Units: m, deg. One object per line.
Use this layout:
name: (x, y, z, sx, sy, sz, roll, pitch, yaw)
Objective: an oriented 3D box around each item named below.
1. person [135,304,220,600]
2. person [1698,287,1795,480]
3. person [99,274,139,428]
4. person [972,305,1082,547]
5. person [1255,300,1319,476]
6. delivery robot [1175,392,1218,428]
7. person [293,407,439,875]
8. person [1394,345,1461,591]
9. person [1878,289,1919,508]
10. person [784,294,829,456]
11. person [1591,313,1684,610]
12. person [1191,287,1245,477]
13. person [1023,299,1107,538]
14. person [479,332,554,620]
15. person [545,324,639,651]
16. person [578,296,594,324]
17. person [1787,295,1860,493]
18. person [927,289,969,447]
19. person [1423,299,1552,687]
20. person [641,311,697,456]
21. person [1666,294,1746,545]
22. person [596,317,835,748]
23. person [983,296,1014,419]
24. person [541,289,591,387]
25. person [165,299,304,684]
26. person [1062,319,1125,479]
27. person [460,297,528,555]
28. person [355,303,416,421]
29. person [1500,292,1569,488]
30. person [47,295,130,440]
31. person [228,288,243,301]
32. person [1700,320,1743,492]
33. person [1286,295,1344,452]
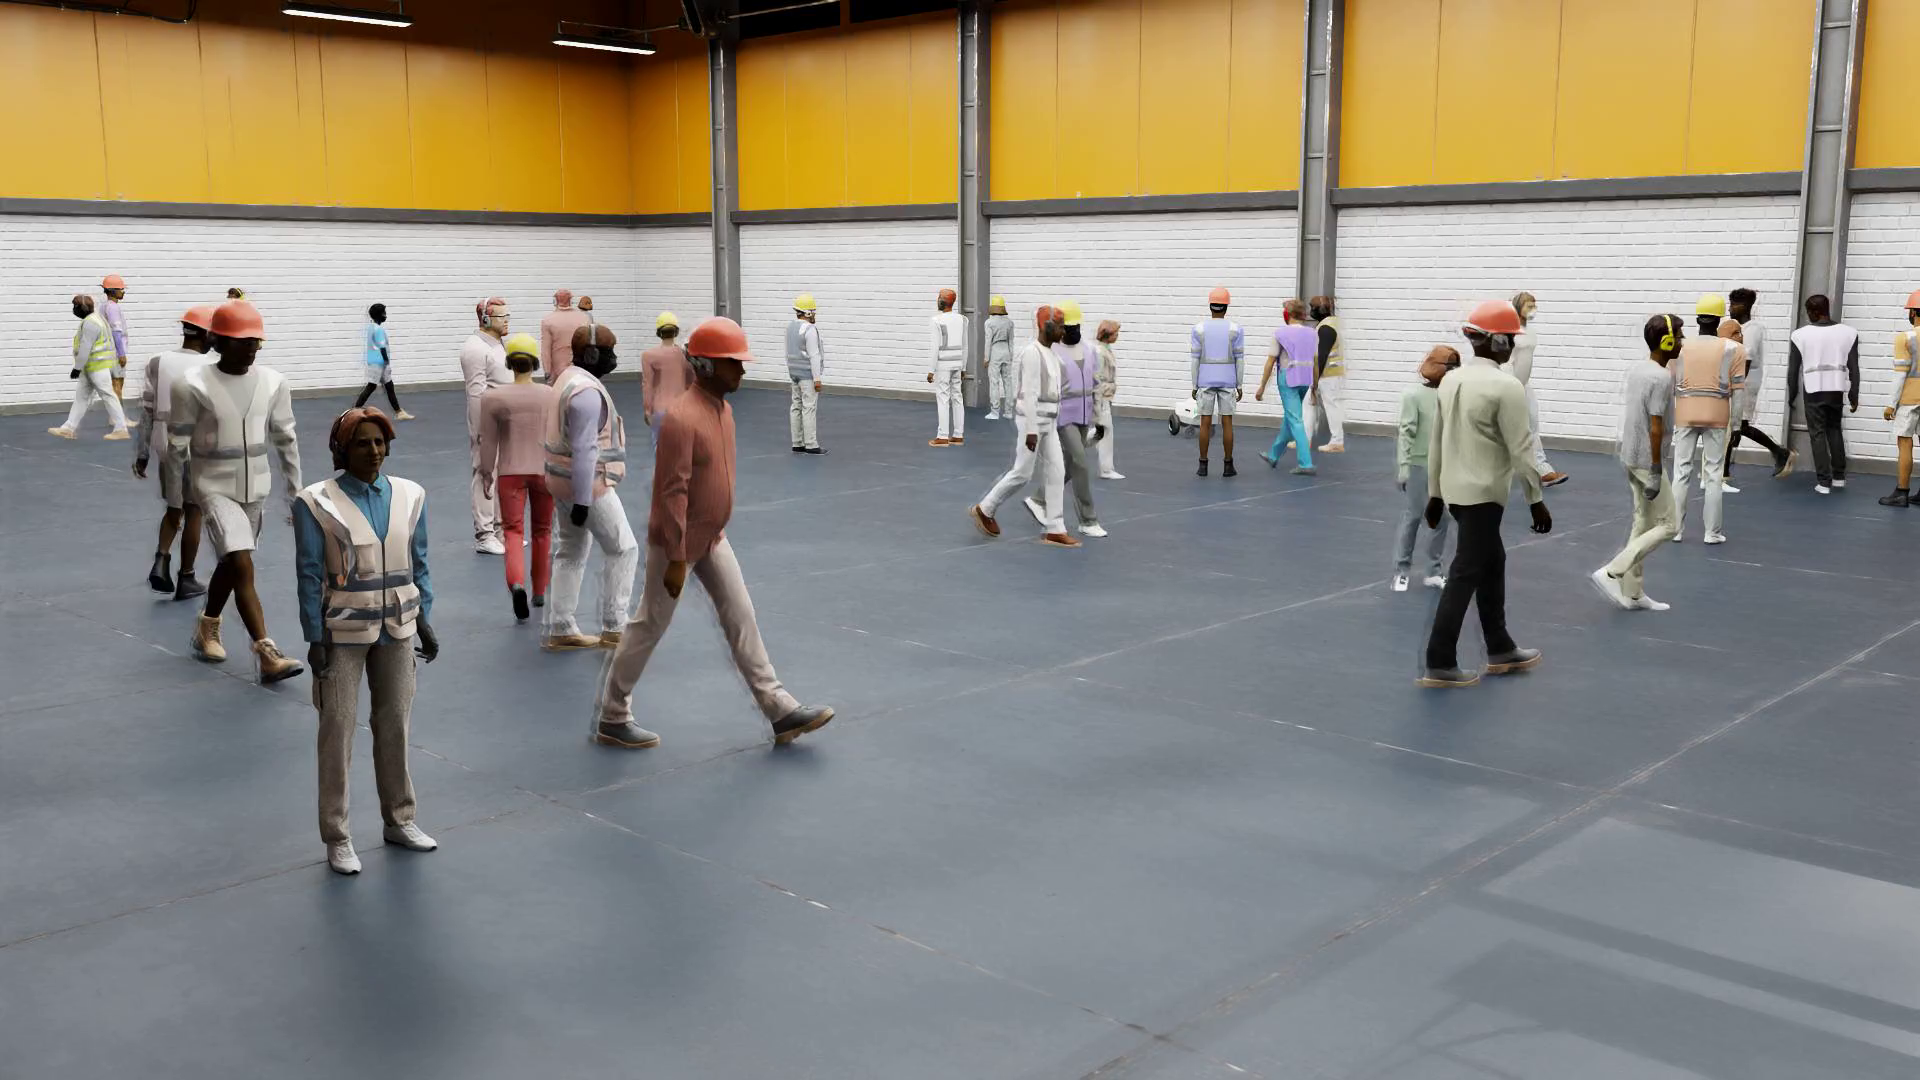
person: (-4.952, -0.559, 10.683, 0.633, 1.892, 0.471, 1, 9, 4)
person: (7.846, -1.533, 16.507, 0.758, 1.944, 0.609, 2, 9, 11)
person: (-11.243, -2.511, 22.198, 0.386, 2.045, 0.605, -7, 12, -36)
person: (0.517, -0.878, 12.798, 0.883, 1.854, 0.598, 5, 10, 26)
person: (3.399, -1.591, 17.298, 0.596, 1.792, 0.965, -6, 11, -31)
delivery robot: (2.987, -1.620, 21.004, 0.477, 0.478, 0.707, -2, 9, -13)
person: (-2.108, 0.343, 5.931, 0.314, 1.642, 0.514, 8, 12, 41)
person: (3.095, -0.464, 10.977, 0.559, 1.633, 0.323, -3, 10, -19)
person: (8.497, -1.253, 14.807, 0.542, 1.939, 0.362, -2, 9, -10)
person: (-1.747, -1.871, 18.918, 0.403, 1.835, 0.588, -7, 12, -37)
person: (4.191, -0.456, 10.205, 0.458, 1.857, 0.523, 0, 9, -1)
person: (2.627, -1.610, 16.997, 0.545, 1.938, 0.359, 2, 9, 11)
person: (0.843, -0.988, 13.343, 0.598, 1.885, 0.866, -9, 13, -44)
person: (-2.658, -0.397, 10.176, 0.527, 1.742, 0.779, -3, 10, -15)
person: (-1.994, -0.275, 9.202, 0.687, 1.819, 0.626, -5, 10, -26)
person: (-6.615, -3.499, 29.513, 0.285, 1.633, 0.500, -8, 12, -41)
person: (8.230, -1.401, 15.925, 0.629, 1.871, 0.708, 2, 9, 10)
person: (-0.150, -2.054, 19.883, 0.584, 1.884, 0.349, -8, 12, -41)
person: (2.749, -0.226, 8.445, 0.893, 1.959, 0.623, -2, 9, -12)
person: (-2.621, -1.210, 15.165, 0.532, 1.740, 0.755, -4, 10, -23)
person: (5.716, -0.923, 12.816, 0.592, 1.926, 0.366, 5, 11, 29)
person: (-1.133, -0.006, 7.262, 1.094, 1.910, 0.636, 3, 10, 16)
person: (0.539, -2.586, 23.575, 0.492, 1.742, 0.321, -6, 11, -32)
person: (-4.838, -2.114, 20.294, 0.652, 1.876, 0.826, -5, 10, -27)
person: (-3.783, -0.270, 8.696, 1.157, 1.967, 0.623, 7, 12, 37)
person: (1.351, -1.416, 16.767, 0.607, 1.619, 0.555, 2, 9, 12)
person: (-3.471, -0.855, 12.464, 0.401, 1.910, 0.642, 1, 9, 5)
person: (-8.048, -2.441, 22.968, 0.881, 1.651, 0.542, -5, 10, -26)
person: (5.411, -1.438, 16.080, 0.641, 1.889, 0.989, -7, 12, -37)
person: (-10.813, -2.116, 20.535, 0.950, 1.793, 0.632, -5, 11, -29)
person: (-10.704, -2.834, 24.781, 0.538, 1.845, 0.527, 6, 11, 32)
person: (7.288, -1.275, 15.866, 0.273, 1.635, 0.507, 0, 9, 1)
person: (4.106, -1.910, 19.225, 0.807, 1.806, 0.645, 2, 9, 10)
